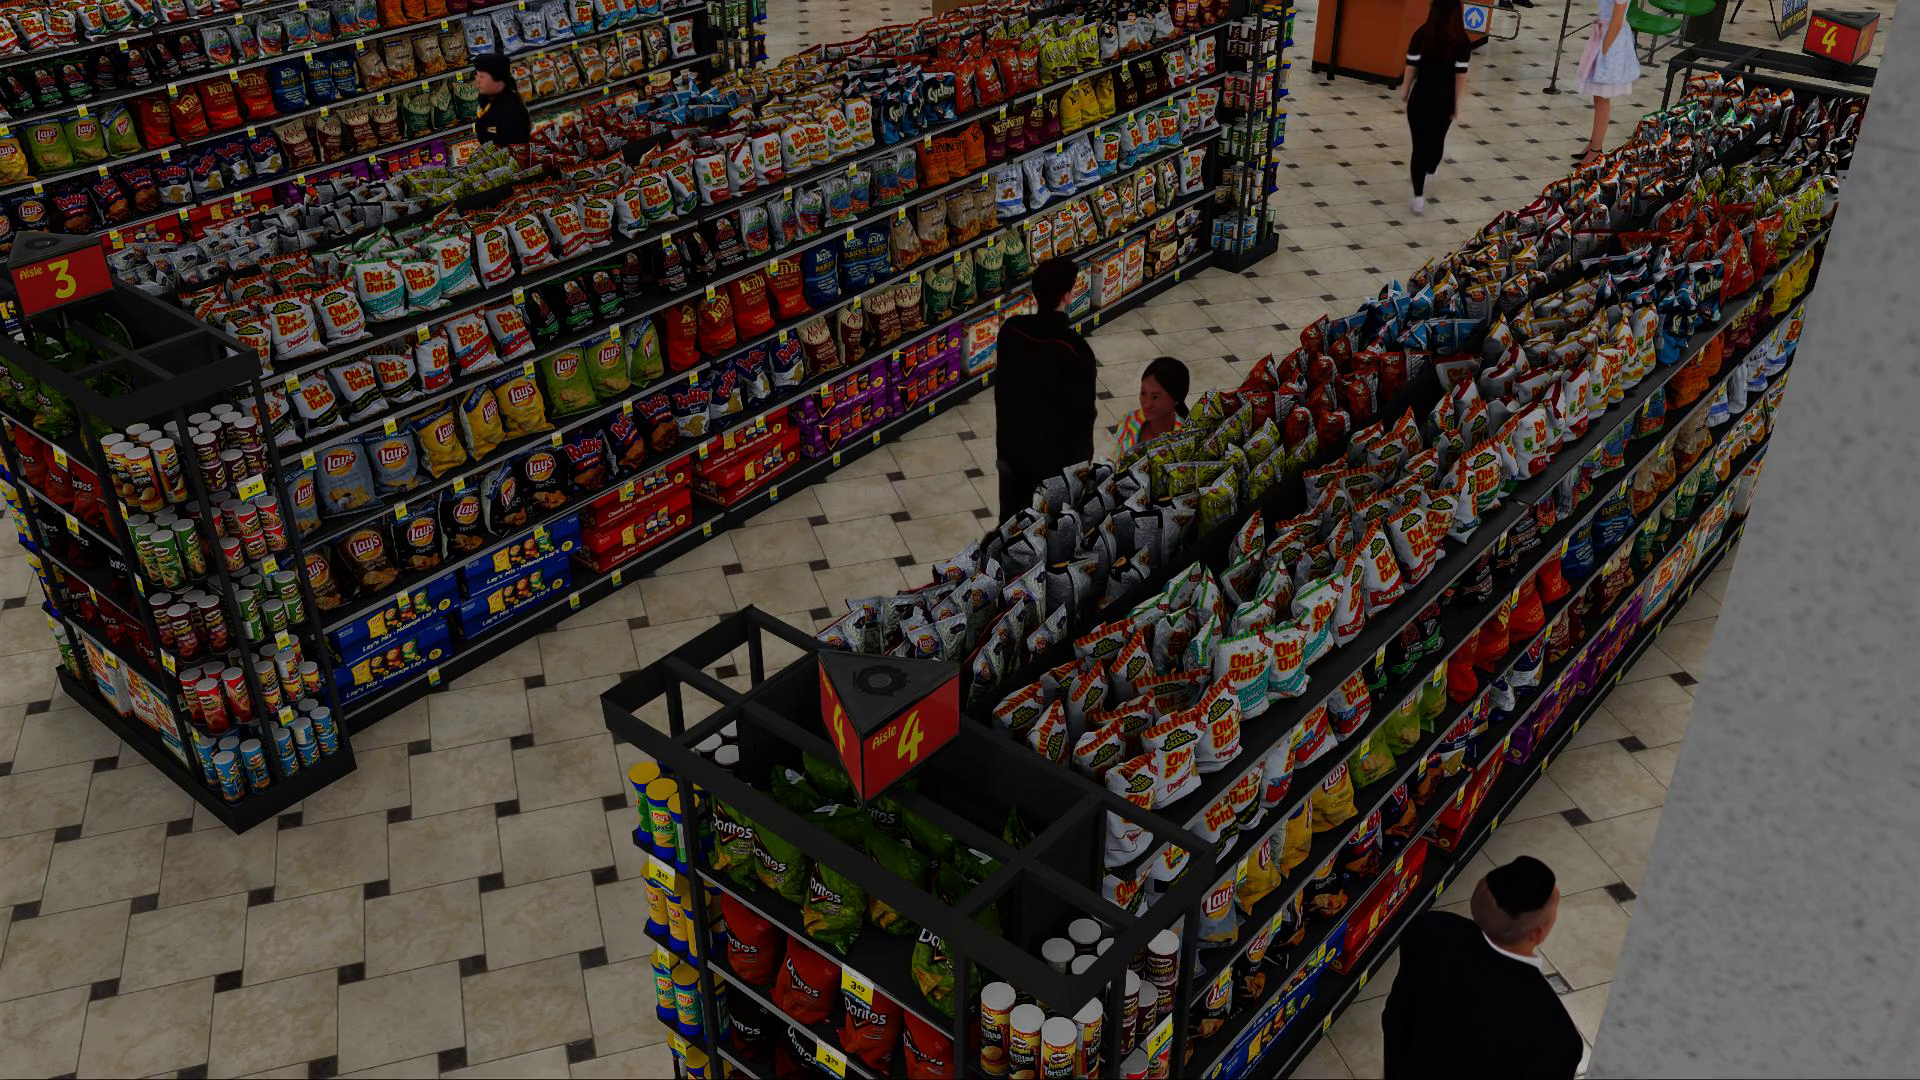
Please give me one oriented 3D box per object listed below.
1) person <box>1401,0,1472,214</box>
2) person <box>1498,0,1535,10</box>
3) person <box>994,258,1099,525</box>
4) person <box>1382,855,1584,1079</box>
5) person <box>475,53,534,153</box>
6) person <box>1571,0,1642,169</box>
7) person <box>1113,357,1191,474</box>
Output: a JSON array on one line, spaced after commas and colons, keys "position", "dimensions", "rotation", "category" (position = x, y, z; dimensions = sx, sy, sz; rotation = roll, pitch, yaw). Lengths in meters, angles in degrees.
[{"position": [3.519, -3.246, 12.440], "dimensions": [0.865, 1.606, 1.123], "rotation": [9, 33, 15], "category": "person"}, {"position": [6.018, -6.587, 17.607], "dimensions": [0.682, 1.820, 0.810], "rotation": [-11, 34, -17], "category": "person"}, {"position": [0.305, -0.380, 7.632], "dimensions": [0.756, 1.818, 0.699], "rotation": [20, 37, 29], "category": "person"}, {"position": [1.317, 1.547, 4.410], "dimensions": [0.688, 1.949, 0.766], "rotation": [-20, 37, -29], "category": "person"}, {"position": [-2.866, -2.375, 11.021], "dimensions": [1.152, 1.625, 0.879], "rotation": [-21, 38, -30], "category": "person"}, {"position": [5.161, -3.870, 13.240], "dimensions": [0.860, 1.818, 0.773], "rotation": [11, 34, 17], "category": "person"}, {"position": [0.796, 0.050, 6.966], "dimensions": [0.625, 1.792, 0.563], "rotation": [19, 37, 28], "category": "person"}]
